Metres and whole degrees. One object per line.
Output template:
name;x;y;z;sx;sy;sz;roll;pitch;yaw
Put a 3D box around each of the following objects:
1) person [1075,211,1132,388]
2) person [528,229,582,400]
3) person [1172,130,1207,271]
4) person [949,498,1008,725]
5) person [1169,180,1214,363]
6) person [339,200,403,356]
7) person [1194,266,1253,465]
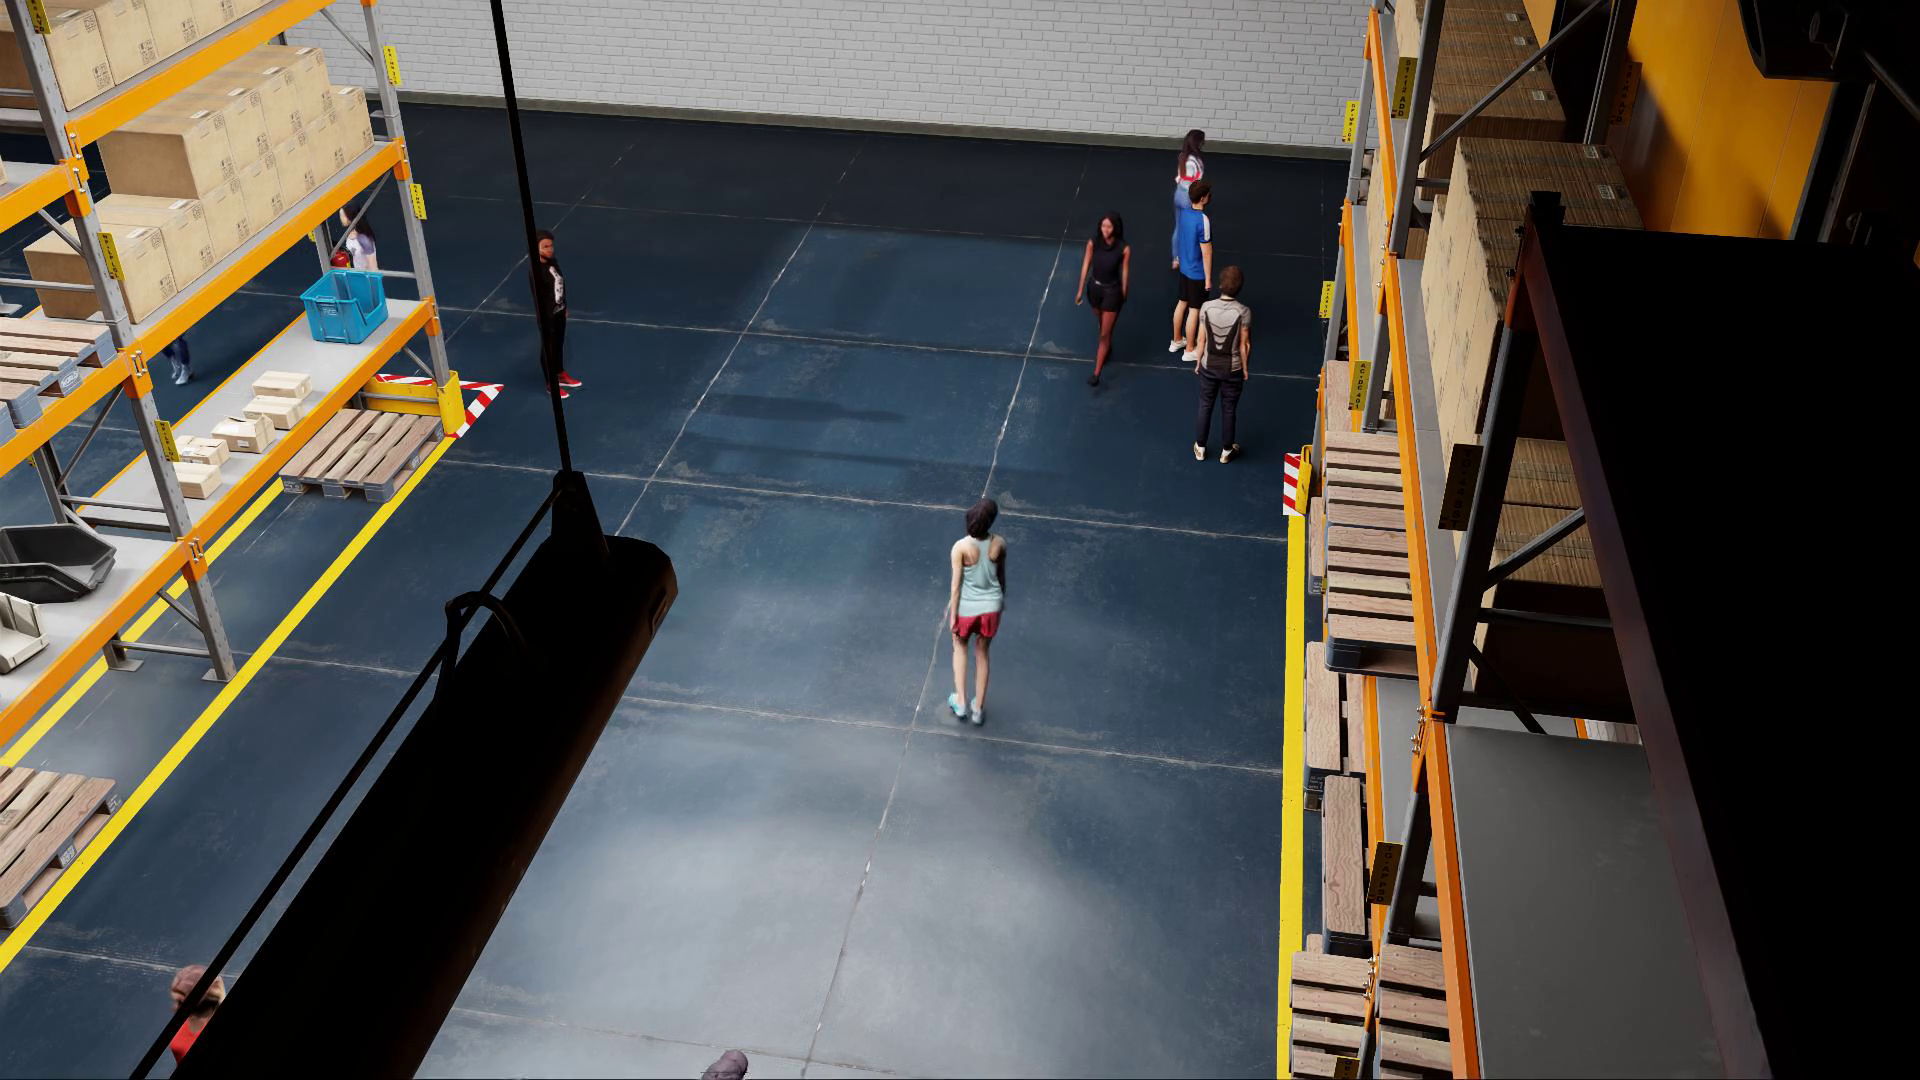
person;1.442;-2.408;16.279;0.824;1.685;1.257;14;36;21
person;-3.938;-2.187;15.957;0.685;1.673;0.516;12;35;17
person;2.445;-3.725;18.335;0.777;1.603;0.707;-19;38;-26
person;0.123;0.541;11.795;0.712;1.738;0.746;-14;36;-20
person;2.326;-2.698;16.551;0.799;1.866;0.706;-15;36;-21
person;-5.824;-2.592;16.547;0.805;1.695;0.747;-26;42;-33
person;2.334;-1.560;14.810;0.666;1.899;0.602;10;35;15
